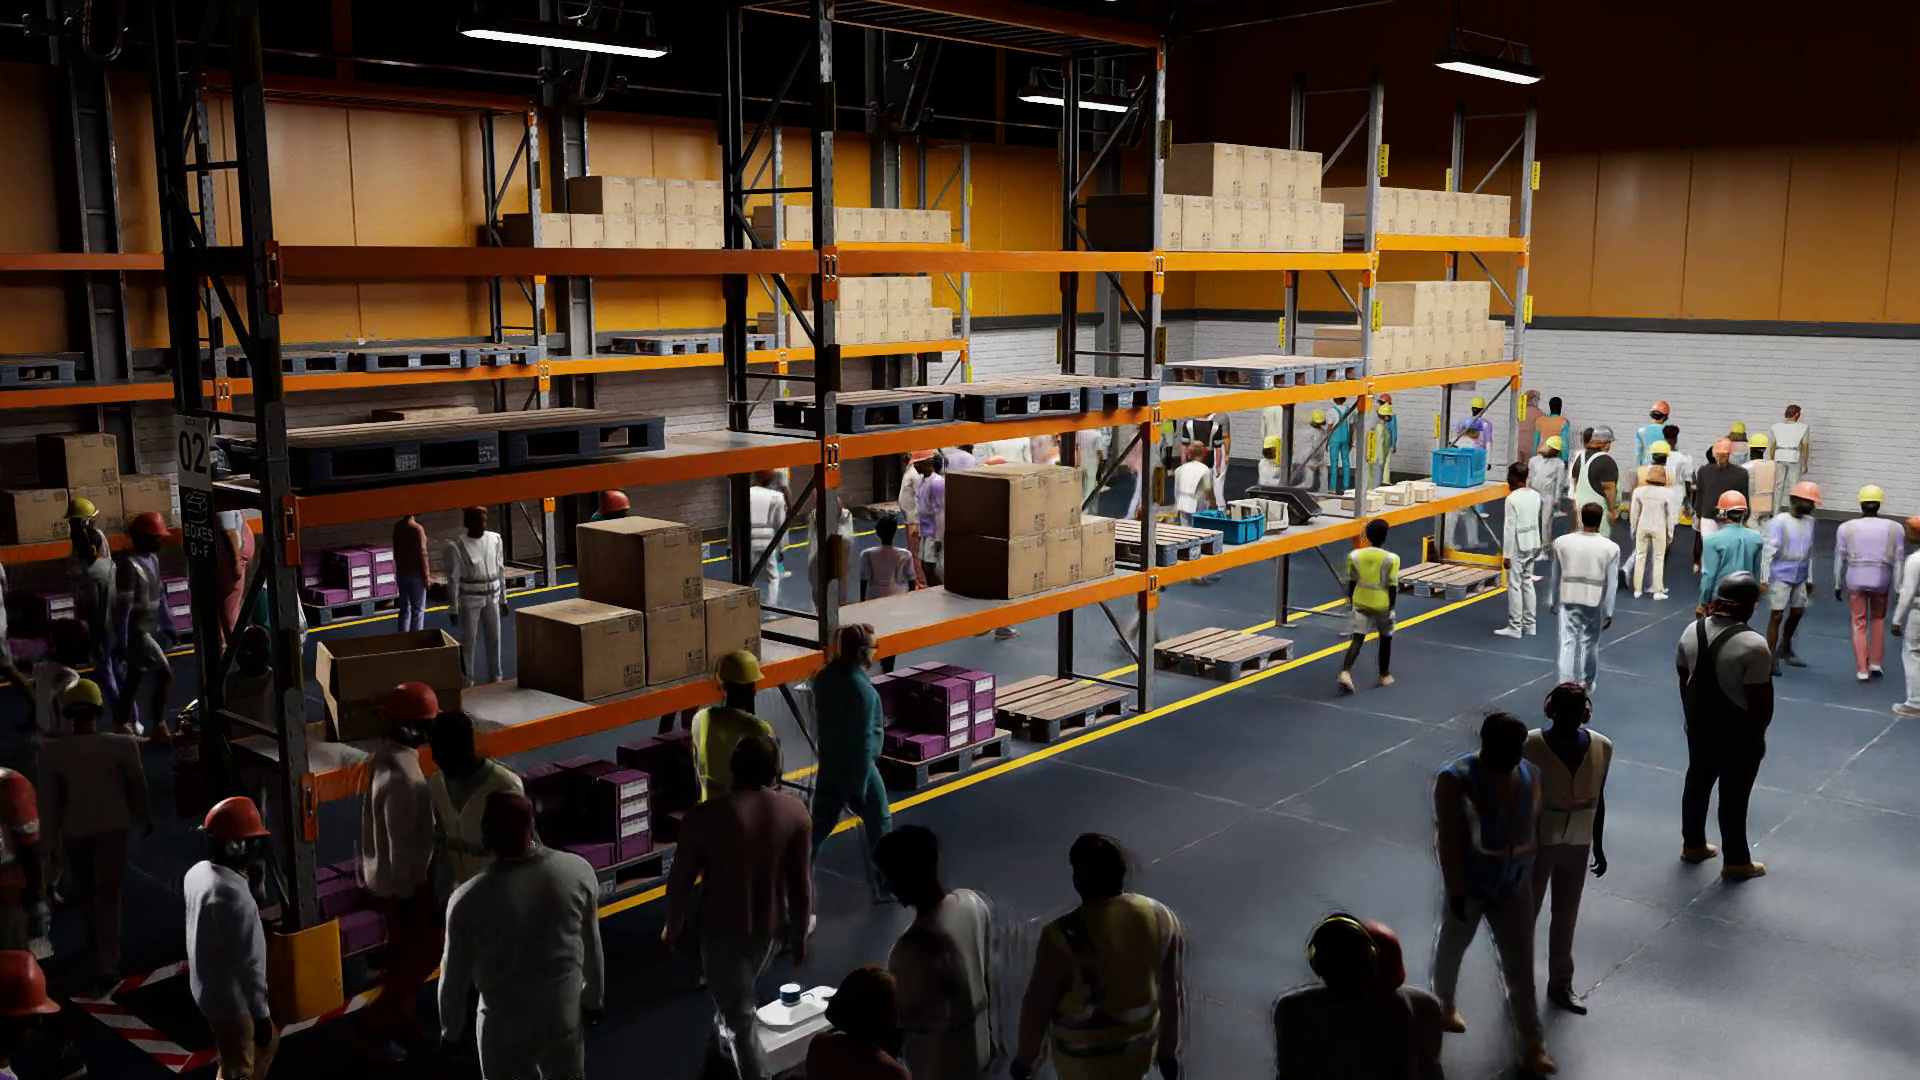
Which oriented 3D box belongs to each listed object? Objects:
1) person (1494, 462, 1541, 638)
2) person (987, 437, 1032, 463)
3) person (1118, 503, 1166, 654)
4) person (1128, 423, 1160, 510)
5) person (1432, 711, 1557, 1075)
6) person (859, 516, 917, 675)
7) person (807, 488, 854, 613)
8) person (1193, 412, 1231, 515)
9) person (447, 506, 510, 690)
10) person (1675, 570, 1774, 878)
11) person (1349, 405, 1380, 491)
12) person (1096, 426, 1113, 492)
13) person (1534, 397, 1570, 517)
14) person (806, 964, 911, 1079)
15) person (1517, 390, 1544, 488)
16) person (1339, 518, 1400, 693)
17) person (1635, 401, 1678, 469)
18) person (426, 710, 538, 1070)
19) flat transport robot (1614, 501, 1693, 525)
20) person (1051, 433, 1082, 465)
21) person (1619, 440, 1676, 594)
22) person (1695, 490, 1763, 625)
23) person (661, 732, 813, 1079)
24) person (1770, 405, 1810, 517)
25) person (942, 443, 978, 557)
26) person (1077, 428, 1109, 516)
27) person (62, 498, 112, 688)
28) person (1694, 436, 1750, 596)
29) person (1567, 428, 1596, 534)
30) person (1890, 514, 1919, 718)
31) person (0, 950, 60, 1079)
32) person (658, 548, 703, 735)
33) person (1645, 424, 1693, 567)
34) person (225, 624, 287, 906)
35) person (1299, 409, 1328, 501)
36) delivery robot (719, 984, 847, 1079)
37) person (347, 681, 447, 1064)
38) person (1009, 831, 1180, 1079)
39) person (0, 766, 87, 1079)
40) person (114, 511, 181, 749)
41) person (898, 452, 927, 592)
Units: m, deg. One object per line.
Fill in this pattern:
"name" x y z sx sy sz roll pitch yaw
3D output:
"person" 6.089 0.105 18.059 0.591 1.910 0.388 -8 13 -41
"person" 0.711 -0.911 24.149 0.663 1.894 0.515 2 10 11
"person" 1.922 0.389 17.232 0.662 1.625 0.533 -4 10 -22
"person" 2.985 -1.173 26.610 0.542 1.601 0.807 8 12 39
"person" 2.723 1.763 8.518 0.633 1.795 0.936 -2 10 -10
"person" -0.686 0.596 15.884 0.544 1.652 0.864 1 10 9
"person" -1.449 0.197 18.414 0.527 1.611 0.757 1 10 6
"person" 4.091 -1.419 26.757 0.673 2.000 0.536 8 13 41
"person" -4.417 0.584 15.311 0.412 1.879 0.589 8 12 39
"person" 5.143 1.203 11.104 0.536 2.000 0.680 -4 10 -21
"person" 7.175 -1.772 29.385 0.573 1.878 0.965 -2 10 -14
"person" 2.532 -1.691 29.461 0.322 1.686 0.554 3 10 20
"person" 9.449 -1.330 26.591 0.398 1.920 0.589 -7 12 -38
"person" -0.330 2.284 5.863 0.498 1.633 0.282 8 13 41
"person" 9.666 -1.597 28.318 0.440 1.889 0.674 -6 11 -33
"person" 3.867 0.620 15.709 0.537 1.668 0.817 8 12 38
"person" 10.174 -1.009 24.298 0.605 2.045 0.385 8 13 41
"person" -2.368 1.766 8.218 0.683 1.875 0.569 5 11 30
"flat transport robot" 10.905 -0.440 26.186 1.431 0.197 0.652 8 12 40
"person" 1.314 -0.465 21.436 0.478 1.914 0.589 4 10 21
"person" 8.415 -0.269 20.299 0.591 1.897 0.605 -5 11 -28
"person" 7.014 0.537 15.216 0.623 1.992 0.397 -2 10 -14
"person" -1.043 1.831 7.860 0.640 1.869 0.933 -6 11 -34
"person" 12.970 -1.197 26.040 0.563 1.837 0.392 8 13 41
"person" 0.028 -0.512 21.799 0.570 1.885 0.670 -5 11 -27
"person" 2.061 -1.064 25.228 0.694 1.835 0.604 -5 11 -28
"person" -8.318 0.502 15.916 0.404 1.827 0.600 -6 11 -31
"person" 9.337 -0.306 20.357 0.630 1.975 0.732 7 12 36
"person" 8.211 -0.526 21.834 0.452 1.904 0.604 4 10 22
"person" 8.561 0.690 14.755 0.614 1.858 0.451 -7 12 -34
"person" -2.999 2.237 5.273 0.542 1.927 0.381 8 13 41
"person" -2.140 0.910 12.840 0.605 2.045 0.385 8 13 41
"person" 9.334 -0.563 21.992 0.608 1.936 0.817 6 11 34
"person" -4.342 1.426 10.354 0.507 1.847 0.351 2 10 12
"person" 5.712 -1.282 26.937 0.489 1.704 0.722 -8 13 -40
"delivery robot" -0.820 2.403 8.086 0.477 0.478 0.707 9 13 41
"person" -2.806 1.688 8.417 0.512 1.970 0.614 -5 11 -29
"person" 0.520 2.054 6.713 0.641 1.805 0.892 -7 12 -35
"person" -4.752 1.755 8.177 0.652 1.918 0.427 2 10 13
"person" -6.767 0.761 13.871 0.804 2.000 0.598 -2 10 -13
"person" -0.576 -0.258 19.961 0.396 1.992 0.623 -2 10 -10
